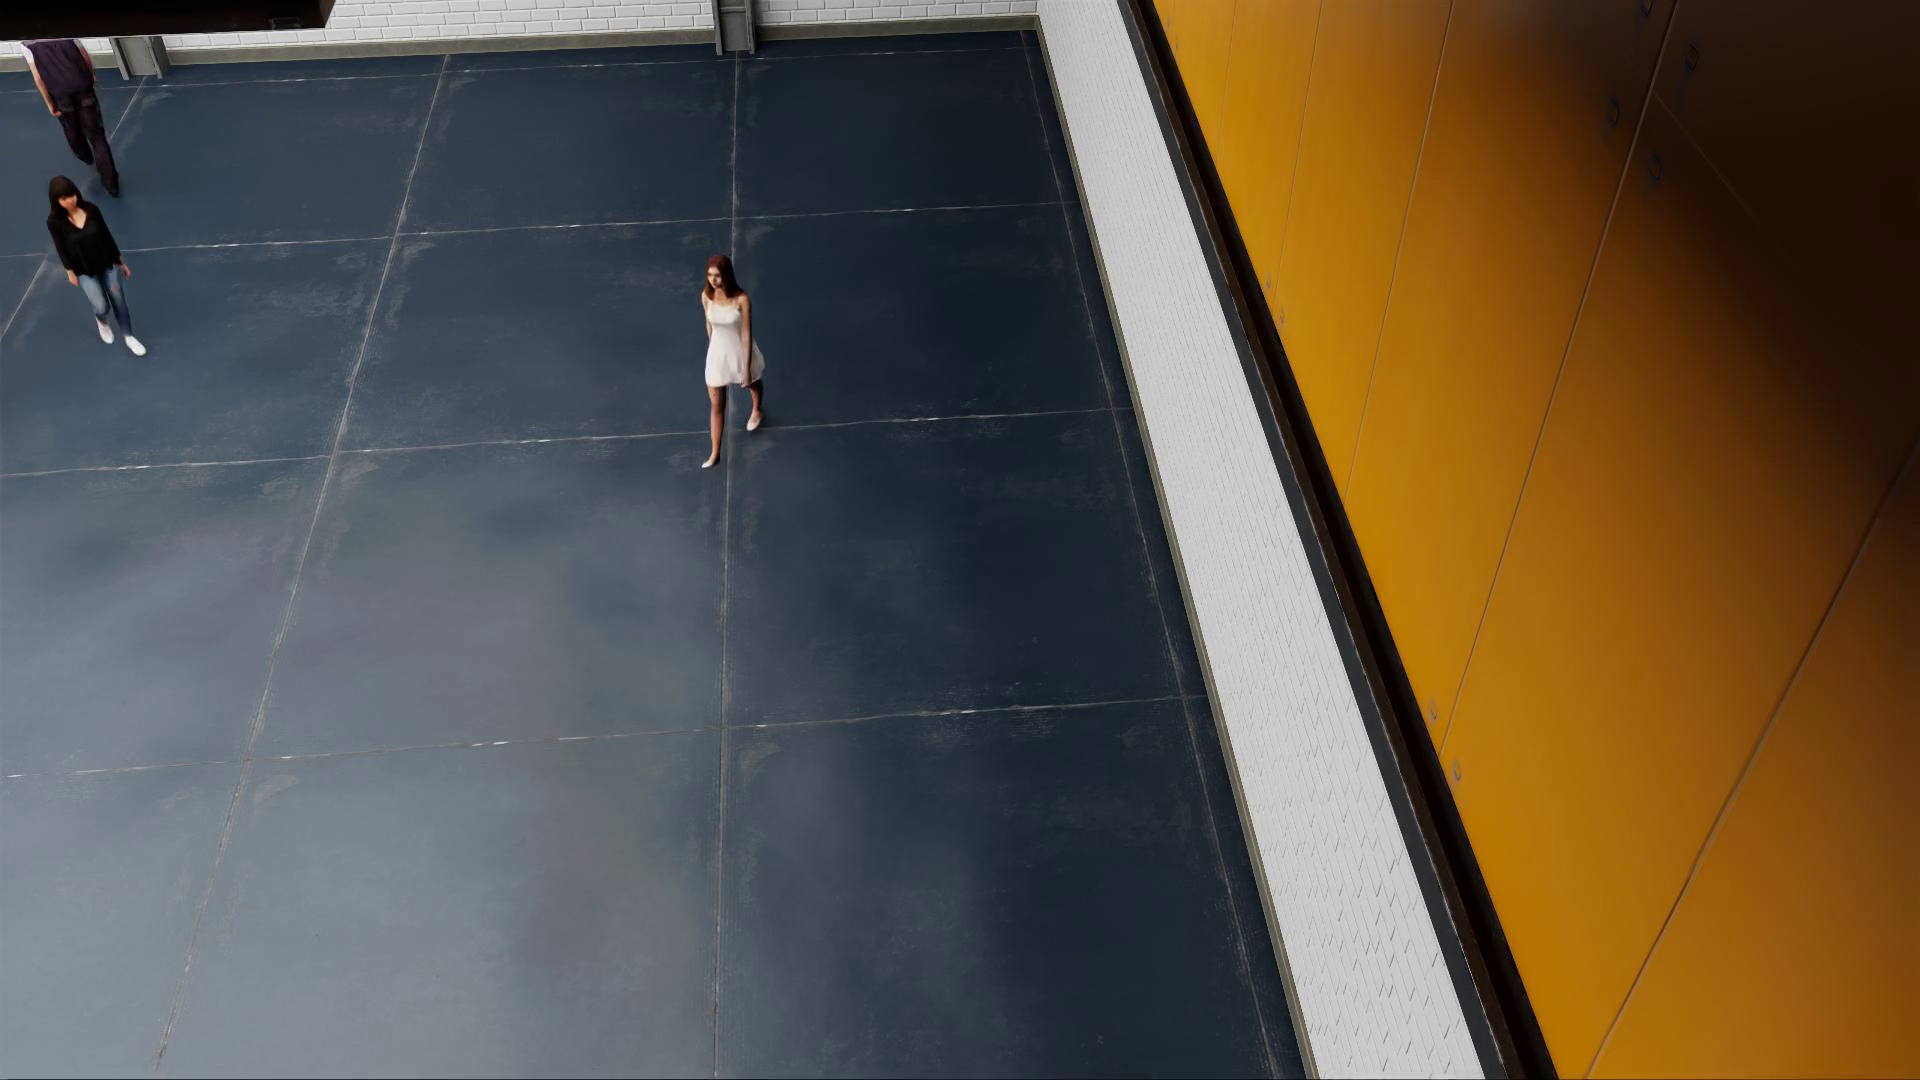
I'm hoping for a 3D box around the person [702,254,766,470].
[{"bbox_3d":[-1.627,-1.407,12.257,1.124,1.660,0.865,10,44,10],"label":"person"}]

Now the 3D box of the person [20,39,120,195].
[{"bbox_3d":[-7.867,-3.914,14.781,1.149,1.808,1.016,-21,48,-21],"label":"person"}]

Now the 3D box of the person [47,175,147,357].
[{"bbox_3d":[-6.850,-2.195,13.102,0.824,1.635,0.772,34,53,31],"label":"person"}]
